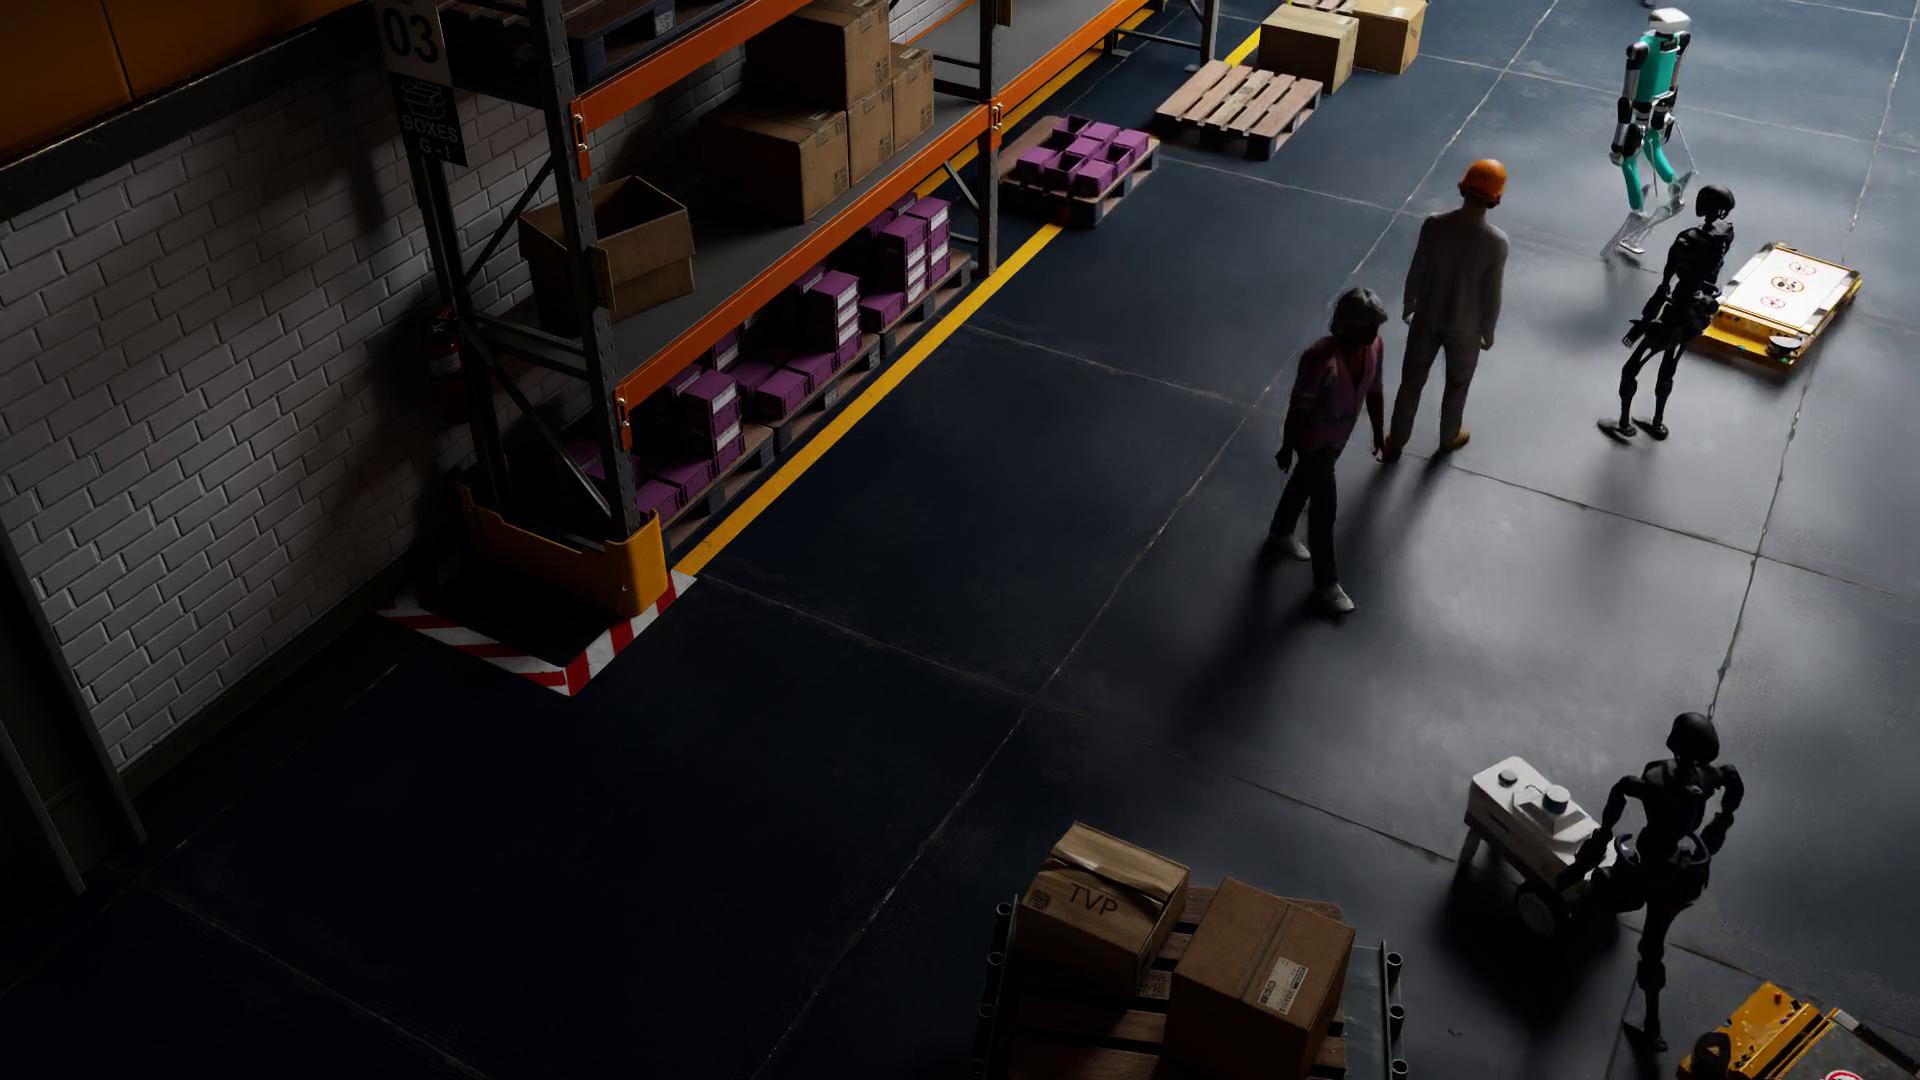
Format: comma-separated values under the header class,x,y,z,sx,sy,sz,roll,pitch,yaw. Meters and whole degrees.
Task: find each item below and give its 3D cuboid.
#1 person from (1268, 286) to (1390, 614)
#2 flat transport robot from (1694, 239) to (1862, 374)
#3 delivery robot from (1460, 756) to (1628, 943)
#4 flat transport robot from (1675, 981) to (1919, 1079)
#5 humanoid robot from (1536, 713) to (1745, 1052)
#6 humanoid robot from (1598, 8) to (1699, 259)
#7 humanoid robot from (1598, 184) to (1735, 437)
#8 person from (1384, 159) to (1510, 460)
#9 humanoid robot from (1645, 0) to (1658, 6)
class,x,y,z,sx,sy,sz,roll,pitch,yaw
person,1.966,-0.501,8.618,0.519,1.804,0.879,-27,46,-29
flat transport robot,5.525,-1.594,11.212,0.659,0.231,1.431,28,46,30
delivery robot,2.580,1.354,7.314,0.525,0.614,0.786,-20,43,-23
flat transport robot,3.559,2.308,6.334,0.659,0.231,1.431,-26,46,-29
humanoid robot,2.695,1.284,6.525,0.599,1.636,0.728,-4,39,-5
humanoid robot,4.810,-2.676,11.406,0.545,1.808,0.711,-22,44,-25
humanoid robot,4.200,-1.335,9.752,0.593,1.650,0.360,-22,43,-25
person,2.820,-1.300,9.574,0.563,1.877,0.552,20,43,23
humanoid robot,6.615,-5.794,15.344,0.611,1.640,0.574,-6,39,-8
